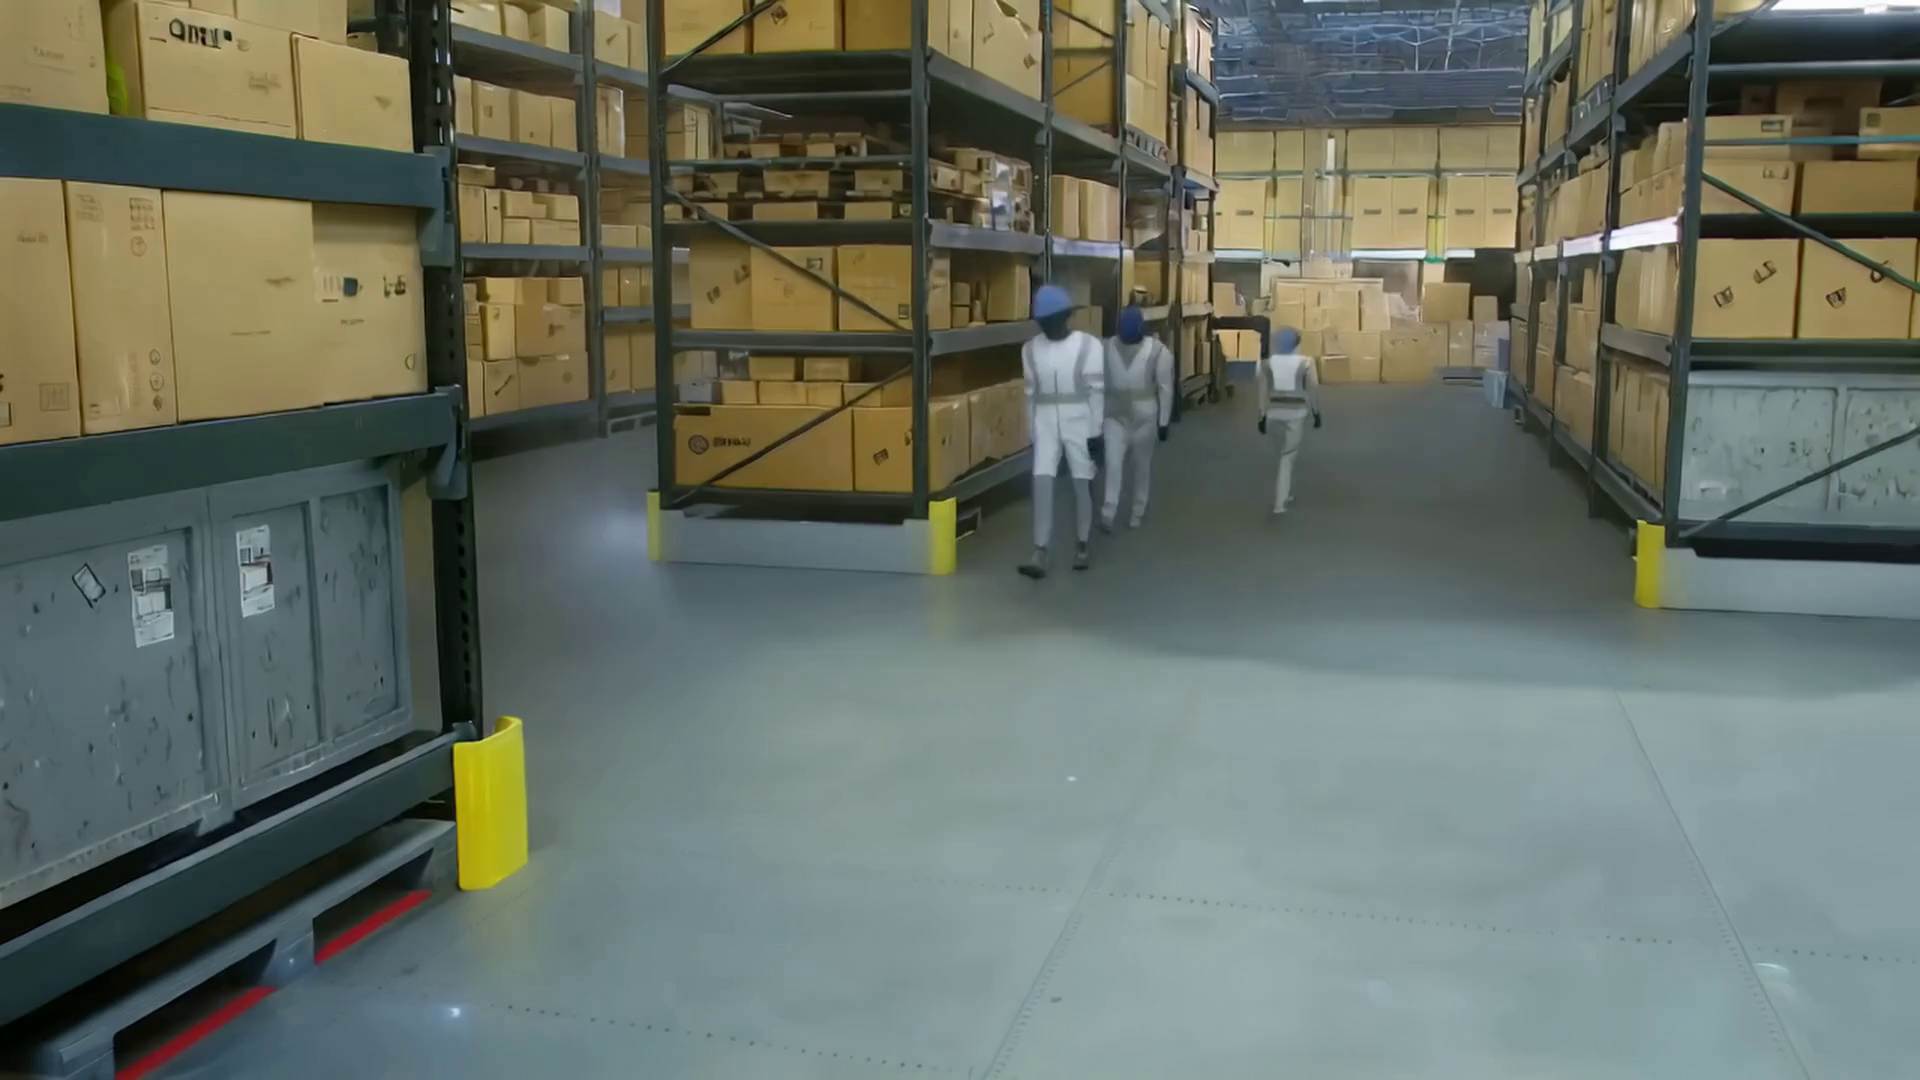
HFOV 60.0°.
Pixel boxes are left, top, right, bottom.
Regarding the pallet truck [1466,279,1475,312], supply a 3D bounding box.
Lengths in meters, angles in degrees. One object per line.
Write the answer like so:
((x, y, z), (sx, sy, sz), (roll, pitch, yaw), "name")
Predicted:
((18.896, -8.459, 60.307), (1.885, 1.965, 0.823), (5, 10, 31), "pallet truck")

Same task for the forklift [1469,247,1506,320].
((13.730, -6.220, 43.289), (1.873, 2.768, 1.129), (-3, 9, -17), "forklift")

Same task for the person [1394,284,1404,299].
((14.513, -7.594, 55.336), (0.974, 1.843, 0.577), (5, 10, 31), "person")

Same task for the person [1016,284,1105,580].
((0.665, -0.721, 11.201), (0.634, 1.968, 1.060), (3, 10, 20), "person")

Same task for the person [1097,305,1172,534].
((1.336, -0.941, 13.157), (0.660, 1.799, 0.918), (2, 9, 15), "person")

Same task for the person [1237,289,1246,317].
((11.166, -9.145, 65.944), (0.864, 1.594, 0.512), (1, 9, 5), "person")

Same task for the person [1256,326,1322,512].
((2.900, -1.063, 14.583), (0.514, 1.598, 0.848), (5, 10, 29), "person")
